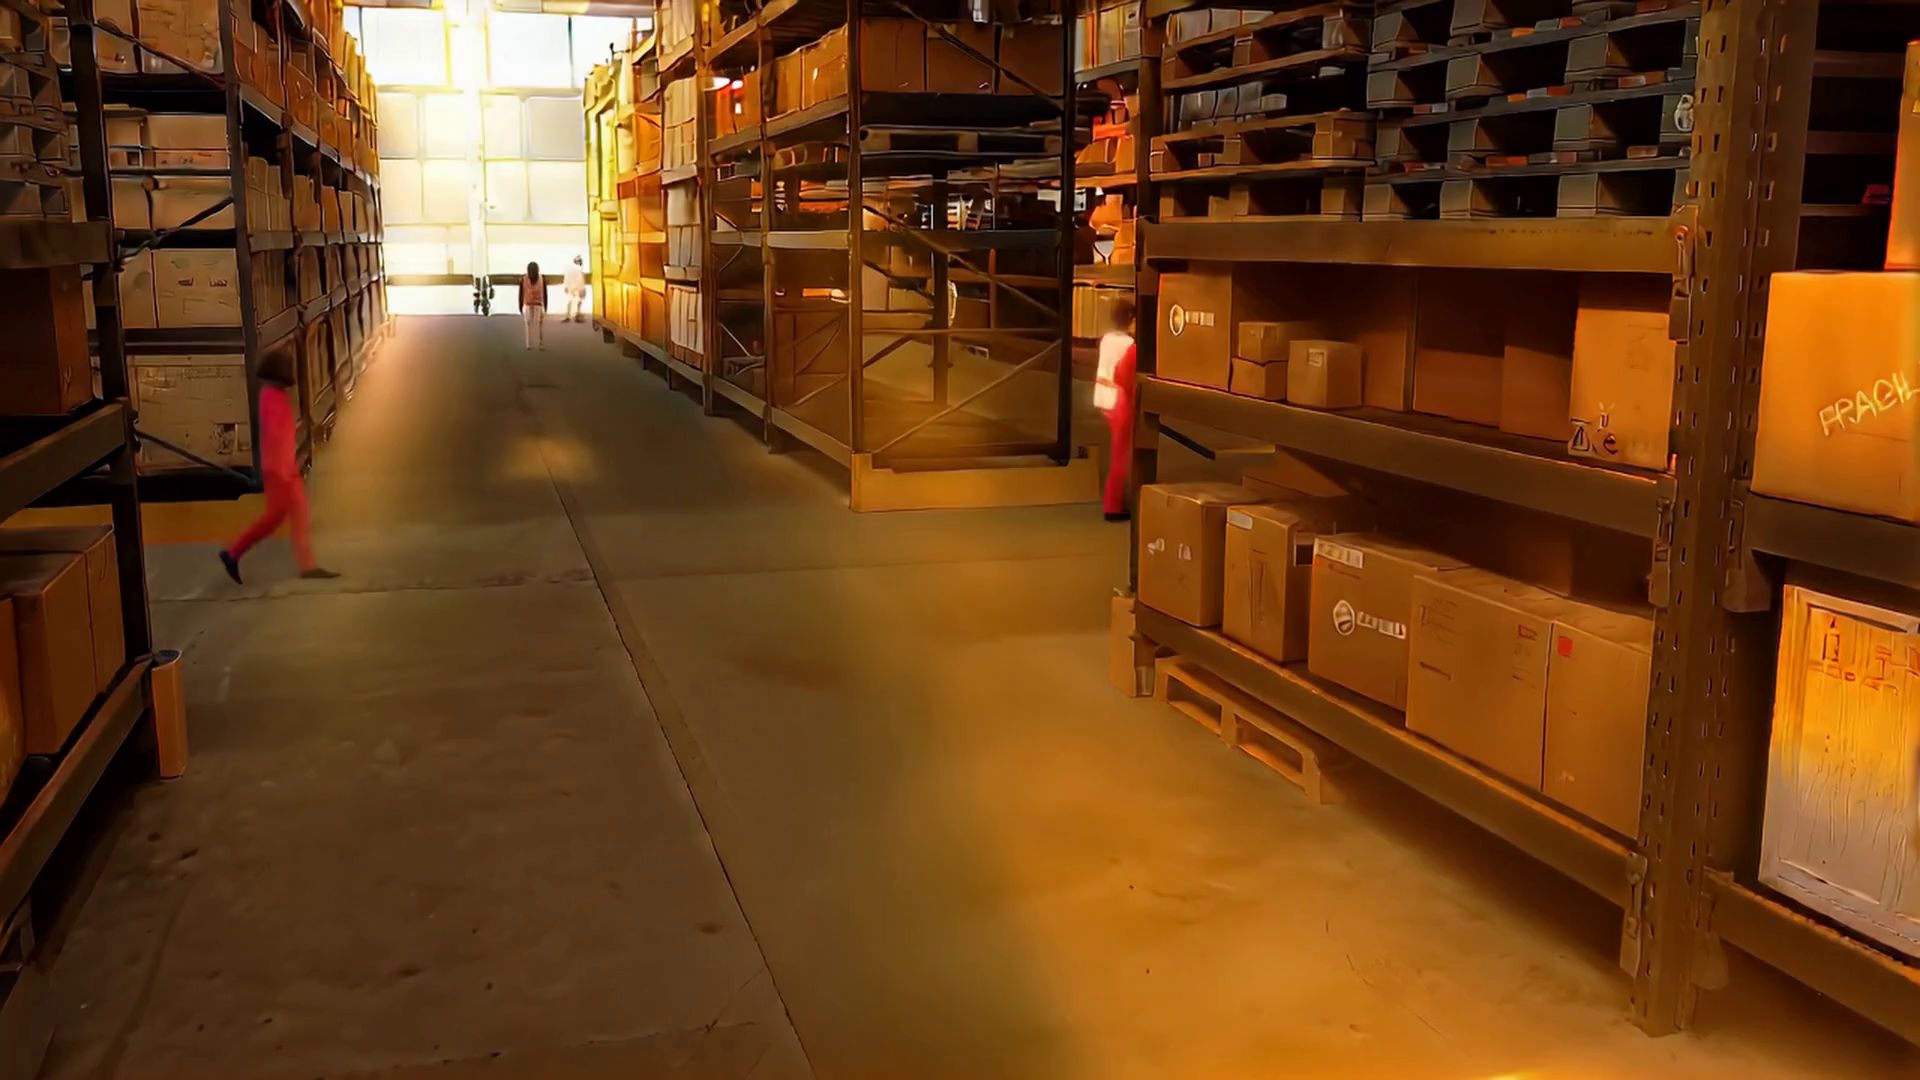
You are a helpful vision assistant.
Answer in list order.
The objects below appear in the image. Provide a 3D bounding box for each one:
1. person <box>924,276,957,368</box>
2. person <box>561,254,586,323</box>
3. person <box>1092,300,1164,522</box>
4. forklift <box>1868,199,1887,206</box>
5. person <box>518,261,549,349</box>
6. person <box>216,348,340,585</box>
[{"bbox_3d":[-0.378,-4.025,29.805,0.652,1.906,0.409,6,12,29],"label":"person"},{"bbox_3d":[-10.556,-6.828,45.267,0.723,1.891,0.374,2,10,10],"label":"person"},{"bbox_3d":[1.376,-1.063,13.754,0.526,1.827,0.580,-3,11,-15],"label":"person"},{"bbox_3d":[11.338,-2.915,21.052,1.129,2.768,1.873,-3,11,-17],"label":"forklift"},{"bbox_3d":[-8.930,-4.914,34.870,0.625,1.840,0.430,-4,11,-20],"label":"person"},{"bbox_3d":[-4.623,-0.485,11.182,0.705,1.609,0.506,-3,11,-17],"label":"person"}]
